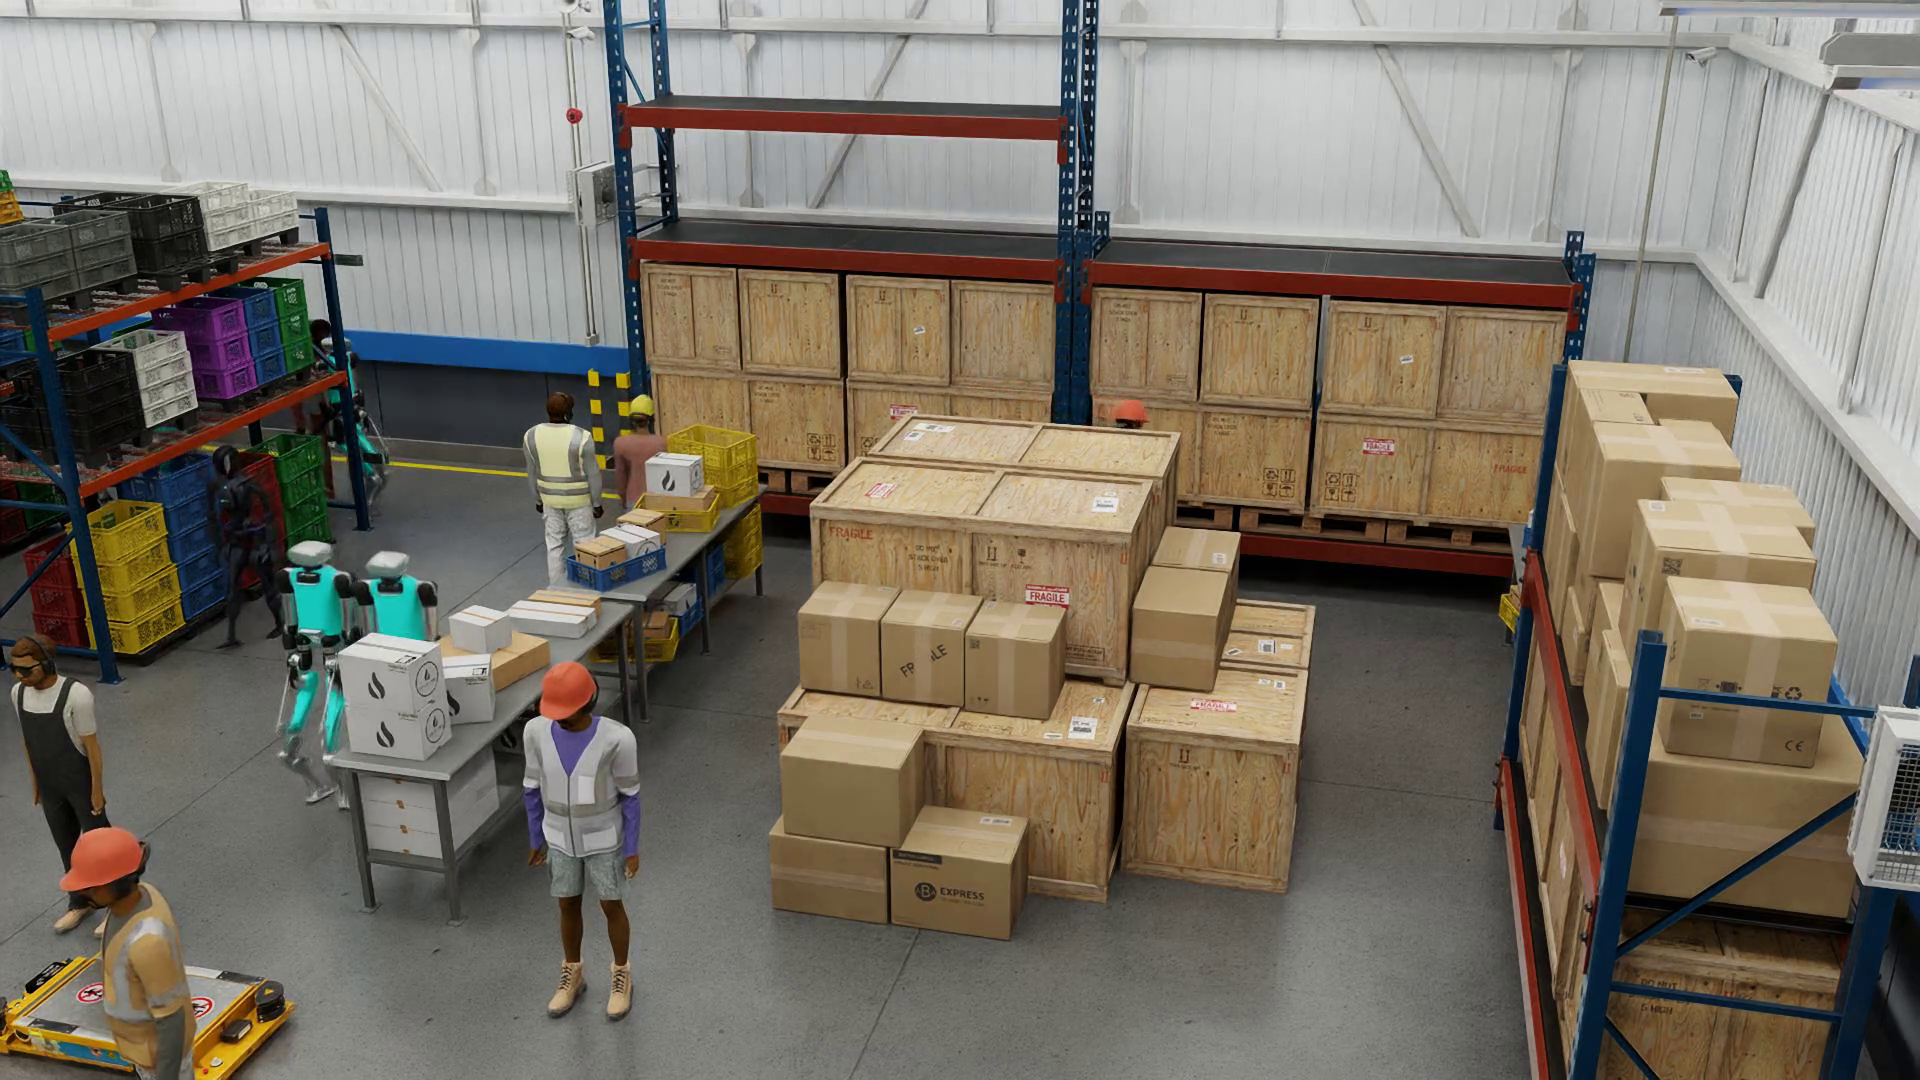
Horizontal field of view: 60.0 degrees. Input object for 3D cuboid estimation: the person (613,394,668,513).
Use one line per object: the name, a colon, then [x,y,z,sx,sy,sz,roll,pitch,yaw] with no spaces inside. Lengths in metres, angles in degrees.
person: [-2.592,-0.350,13.864,0.531,1.765,0.329,2,21,5]

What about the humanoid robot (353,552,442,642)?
humanoid robot: [-3.566,1.001,10.428,0.545,1.760,1.065,2,21,6]

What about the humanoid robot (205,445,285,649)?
humanoid robot: [-5.577,0.064,12.939,0.608,1.634,0.691,4,21,11]

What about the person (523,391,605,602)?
person: [-3.225,-0.330,13.707,0.629,1.843,0.429,4,21,10]

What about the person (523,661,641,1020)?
person: [-1.936,1.543,8.542,0.604,2.033,0.388,3,21,7]

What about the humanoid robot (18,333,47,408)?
humanoid robot: [-8.977,-1.331,16.540,0.691,1.845,0.561,-8,22,-19]

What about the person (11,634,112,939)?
person: [-4.992,1.365,9.284,0.498,1.839,0.351,5,21,13]

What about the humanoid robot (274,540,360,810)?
humanoid robot: [-4.122,0.913,10.538,0.539,1.745,0.677,5,21,12]

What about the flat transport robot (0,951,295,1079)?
flat transport robot: [-4.270,2.464,8.601,1.431,0.231,0.659,5,22,13]

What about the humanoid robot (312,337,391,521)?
humanoid robot: [-5.624,-1.025,15.620,0.639,1.764,0.530,8,22,21]

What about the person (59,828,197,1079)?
person: [-3.437,2.115,7.034,0.383,2.039,0.615,-14,25,-32]

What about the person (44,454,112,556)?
person: [-7.444,-0.476,14.056,0.516,1.865,0.320,5,22,14]

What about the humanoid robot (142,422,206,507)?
humanoid robot: [-7.117,-0.872,15.337,0.559,1.776,1.008,1,21,2]

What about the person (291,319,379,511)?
person: [-6.000,-1.182,15.870,0.653,1.896,0.558,-15,25,-34]

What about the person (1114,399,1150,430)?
person: [1.320,-0.227,13.391,0.918,1.864,0.529,4,21,10]
